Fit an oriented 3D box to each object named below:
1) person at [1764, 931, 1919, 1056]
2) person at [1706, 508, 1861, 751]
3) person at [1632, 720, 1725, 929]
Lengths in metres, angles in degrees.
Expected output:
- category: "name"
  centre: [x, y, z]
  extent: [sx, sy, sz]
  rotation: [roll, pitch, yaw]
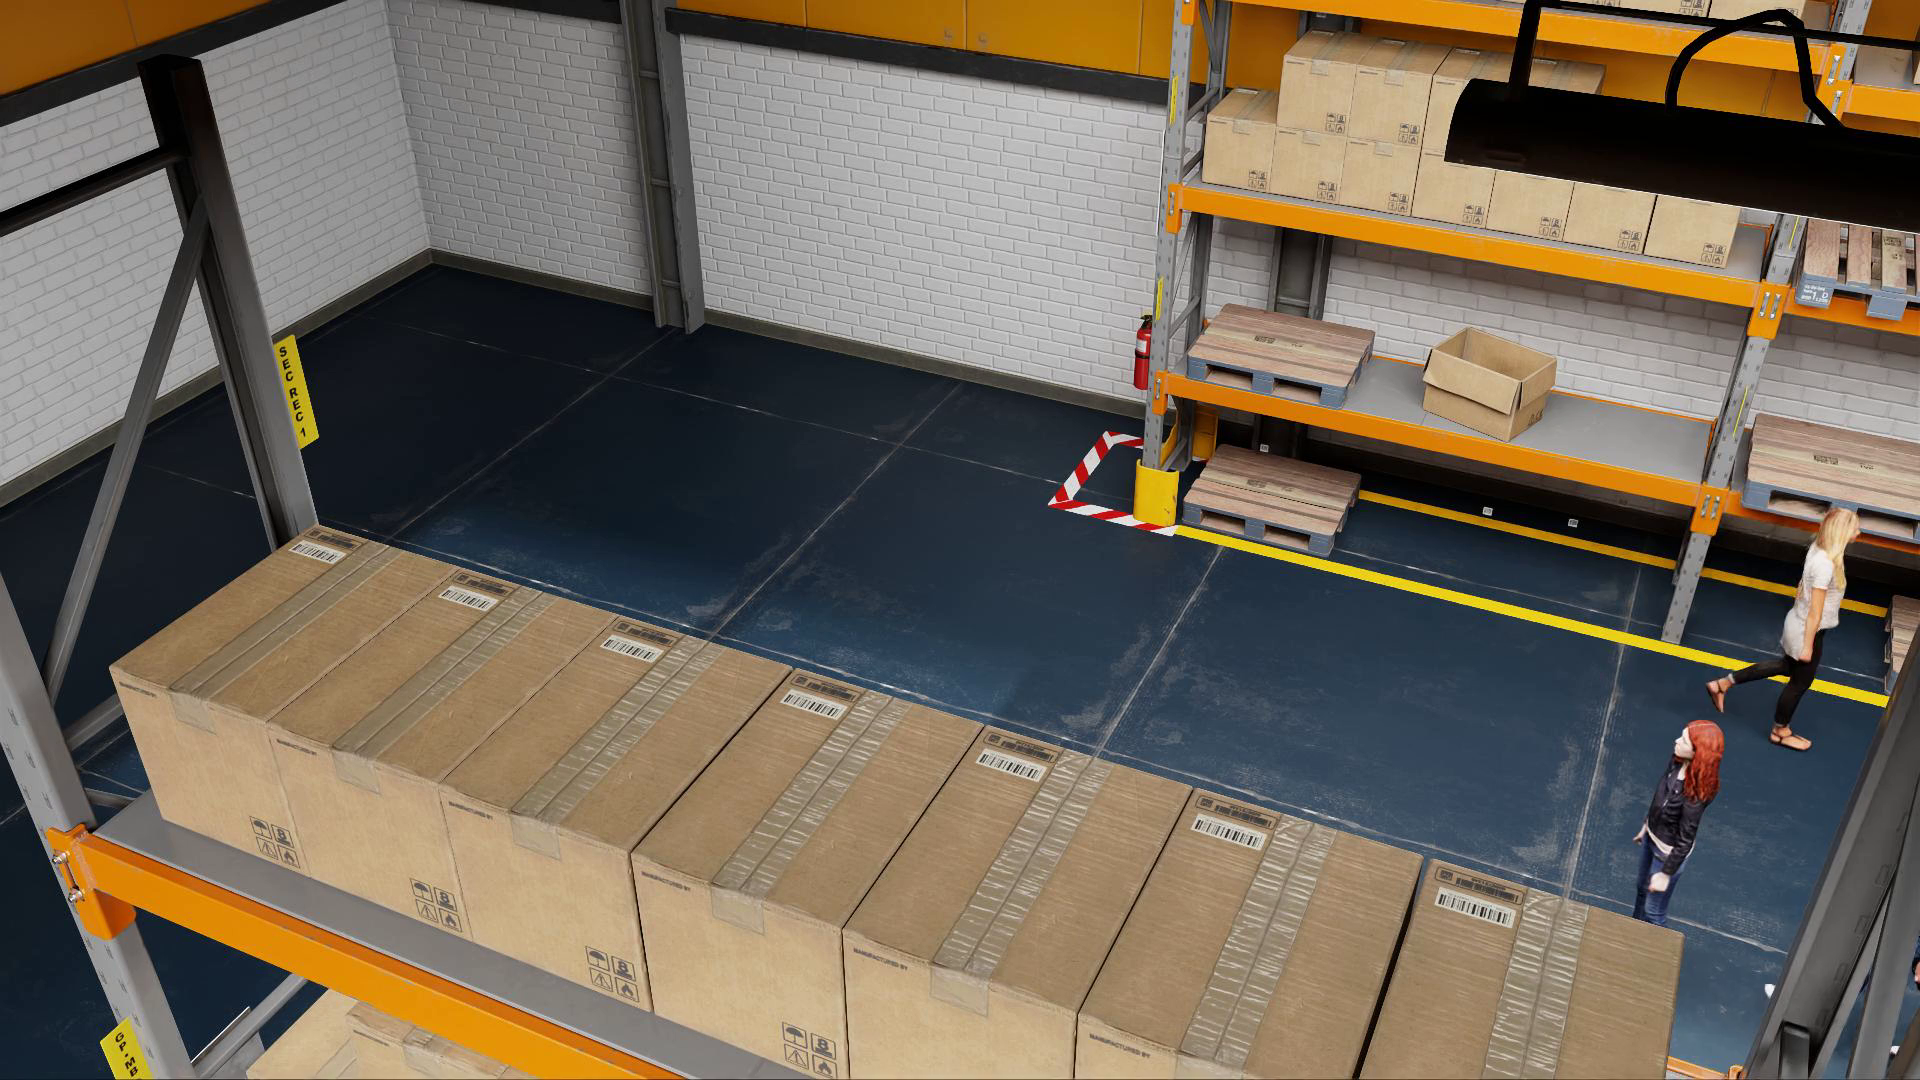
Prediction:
- category: "person"
  centre: [4.994, 2.050, 8.494]
  extent: [1.175, 1.684, 0.697]
  rotation: [19, 38, 26]
- category: "person"
  centre: [5.292, 0.563, 10.615]
  extent: [0.954, 1.812, 0.646]
  rotation: [12, 35, 17]
- category: "person"
  centre: [3.789, 1.677, 8.961]
  extent: [0.633, 1.787, 0.642]
  rotation: [4, 34, 6]
